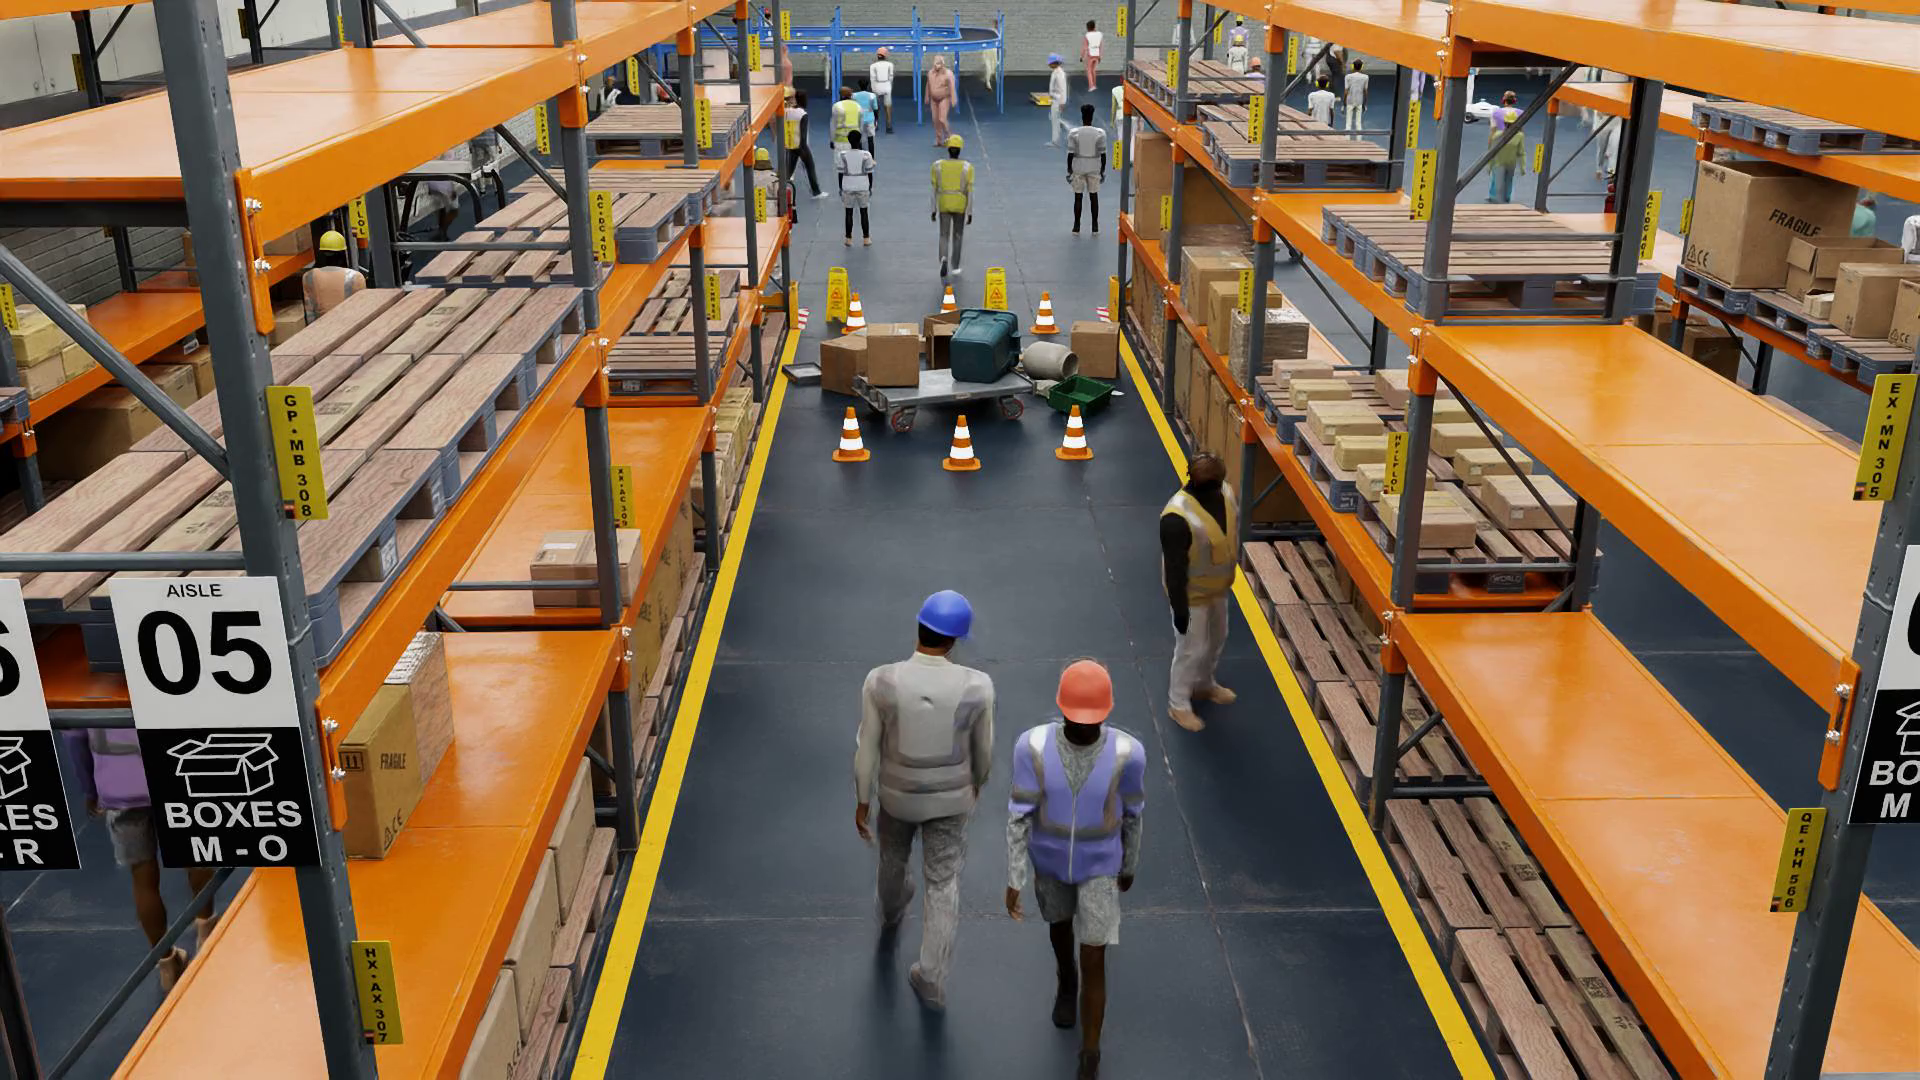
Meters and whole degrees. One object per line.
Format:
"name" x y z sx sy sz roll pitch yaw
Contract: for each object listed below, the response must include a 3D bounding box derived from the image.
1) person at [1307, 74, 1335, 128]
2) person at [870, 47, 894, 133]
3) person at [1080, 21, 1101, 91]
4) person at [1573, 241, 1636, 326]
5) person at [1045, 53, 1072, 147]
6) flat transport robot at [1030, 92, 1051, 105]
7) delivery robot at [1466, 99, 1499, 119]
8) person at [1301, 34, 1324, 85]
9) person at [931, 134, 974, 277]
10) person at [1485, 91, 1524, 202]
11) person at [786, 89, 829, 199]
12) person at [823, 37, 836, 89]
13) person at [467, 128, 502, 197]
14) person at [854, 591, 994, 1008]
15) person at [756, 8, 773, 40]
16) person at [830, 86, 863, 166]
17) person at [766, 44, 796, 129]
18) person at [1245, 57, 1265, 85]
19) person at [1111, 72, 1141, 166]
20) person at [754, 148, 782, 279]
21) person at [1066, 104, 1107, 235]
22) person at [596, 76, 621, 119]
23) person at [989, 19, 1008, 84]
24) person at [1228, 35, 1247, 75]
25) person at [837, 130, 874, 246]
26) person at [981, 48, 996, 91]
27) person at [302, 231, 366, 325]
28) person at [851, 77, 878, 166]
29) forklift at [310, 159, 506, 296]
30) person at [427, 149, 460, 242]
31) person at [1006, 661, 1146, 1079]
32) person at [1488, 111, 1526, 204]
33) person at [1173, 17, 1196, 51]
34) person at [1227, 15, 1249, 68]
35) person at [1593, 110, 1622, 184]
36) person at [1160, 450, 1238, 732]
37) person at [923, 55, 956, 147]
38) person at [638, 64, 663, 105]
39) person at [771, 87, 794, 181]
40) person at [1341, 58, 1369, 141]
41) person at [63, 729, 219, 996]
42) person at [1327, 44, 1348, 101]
"person" 6.672 -7.680 30.905 0.537 1.860 0.312 -1 21 -1
"person" -1.745 -10.075 37.235 0.535 1.865 0.978 -3 21 -9
"person" 3.617 -13.368 45.953 0.629 1.862 0.644 -17 27 -38
"person" 5.773 -1.739 15.092 0.637 1.938 0.355 -1 21 -1
"person" 2.100 -9.236 34.937 0.598 1.914 0.620 -2 21 -6
"flat transport robot" 2.229 -11.396 42.935 0.652 0.197 1.431 -2 21 -5
"delivery robot" 12.203 -10.049 38.851 0.707 0.478 0.477 15 26 34
"person" 10.074 -13.957 47.465 0.644 1.897 0.651 -2 21 -6
"person" -0.112 -4.473 22.397 0.590 1.894 0.740 2 21 6
"person" 9.264 -6.688 28.302 0.573 1.843 0.374 -1 21 -1
"person" -2.762 -6.741 28.411 0.990 1.877 0.604 -15 26 -35
"person" -3.595 -13.477 46.446 0.522 1.713 0.495 5 21 12
"person" -8.234 -6.884 28.837 0.602 1.830 0.404 -1 21 -1
"person" -0.162 1.122 7.618 0.621 1.876 0.897 1 21 2
"person" -5.643 -14.545 48.798 0.616 2.039 0.387 -1 21 -1
"person" -1.952 -7.034 29.266 0.664 1.817 0.613 -15 25 -35
"person" -4.047 -10.296 37.798 0.638 1.865 0.857 19 28 40
"person" 6.065 -8.985 34.314 0.550 1.899 0.889 1 21 3
"person" 3.201 -8.094 32.077 0.565 1.807 0.533 -2 21 -4
"person" -2.629 -4.374 22.332 0.494 1.741 0.315 -1 21 -1
"person" 1.926 -5.648 25.386 0.616 1.962 0.361 -1 21 -1
"person" -7.042 -8.564 33.592 0.547 1.601 0.677 9 22 22
"person" 1.067 -13.991 47.634 0.443 1.825 0.587 14 25 33
"person" 7.074 -12.002 42.491 0.494 1.743 0.309 -1 21 -1
"person" -1.538 -5.186 24.538 0.541 1.696 0.316 -1 21 -1
"person" 0.774 -13.236 45.918 0.424 1.620 0.505 15 26 35
"person" -5.803 -1.938 15.633 0.595 1.925 0.374 -1 21 -1
"person" -1.858 -8.121 32.298 0.541 1.695 0.316 -1 21 -1
"forklift" -5.622 -2.910 17.832 2.313 2.155 1.214 -1 21 -1
"person" -7.525 -5.130 24.079 0.553 1.920 0.561 9 22 22
"person" 0.473 1.376 6.931 0.553 1.880 1.000 4 21 10
"person" 8.694 -5.882 26.318 0.534 1.735 0.855 -2 21 -7
"person" 6.543 -14.504 48.931 0.726 1.875 0.669 13 25 32
"person" 7.910 -13.945 47.370 0.595 1.925 0.374 -1 21 -1
"person" 11.899 -7.501 30.401 0.641 1.899 0.984 7 22 18
"person" 1.439 0.295 9.916 0.433 1.800 0.724 16 26 35
"person" -0.424 -9.169 34.808 0.687 1.887 0.426 15 26 35
"person" -6.300 -8.698 33.693 0.506 1.813 0.915 6 21 14
"person" -3.155 -7.344 30.223 0.533 1.711 0.943 -3 21 -7
"person" 8.128 -8.968 34.296 0.537 1.869 0.312 -1 21 -1
"person" -3.665 1.088 7.521 0.614 2.014 0.555 -8 22 -21
"person" 9.861 -12.537 43.491 0.544 2.000 0.816 1 21 3
